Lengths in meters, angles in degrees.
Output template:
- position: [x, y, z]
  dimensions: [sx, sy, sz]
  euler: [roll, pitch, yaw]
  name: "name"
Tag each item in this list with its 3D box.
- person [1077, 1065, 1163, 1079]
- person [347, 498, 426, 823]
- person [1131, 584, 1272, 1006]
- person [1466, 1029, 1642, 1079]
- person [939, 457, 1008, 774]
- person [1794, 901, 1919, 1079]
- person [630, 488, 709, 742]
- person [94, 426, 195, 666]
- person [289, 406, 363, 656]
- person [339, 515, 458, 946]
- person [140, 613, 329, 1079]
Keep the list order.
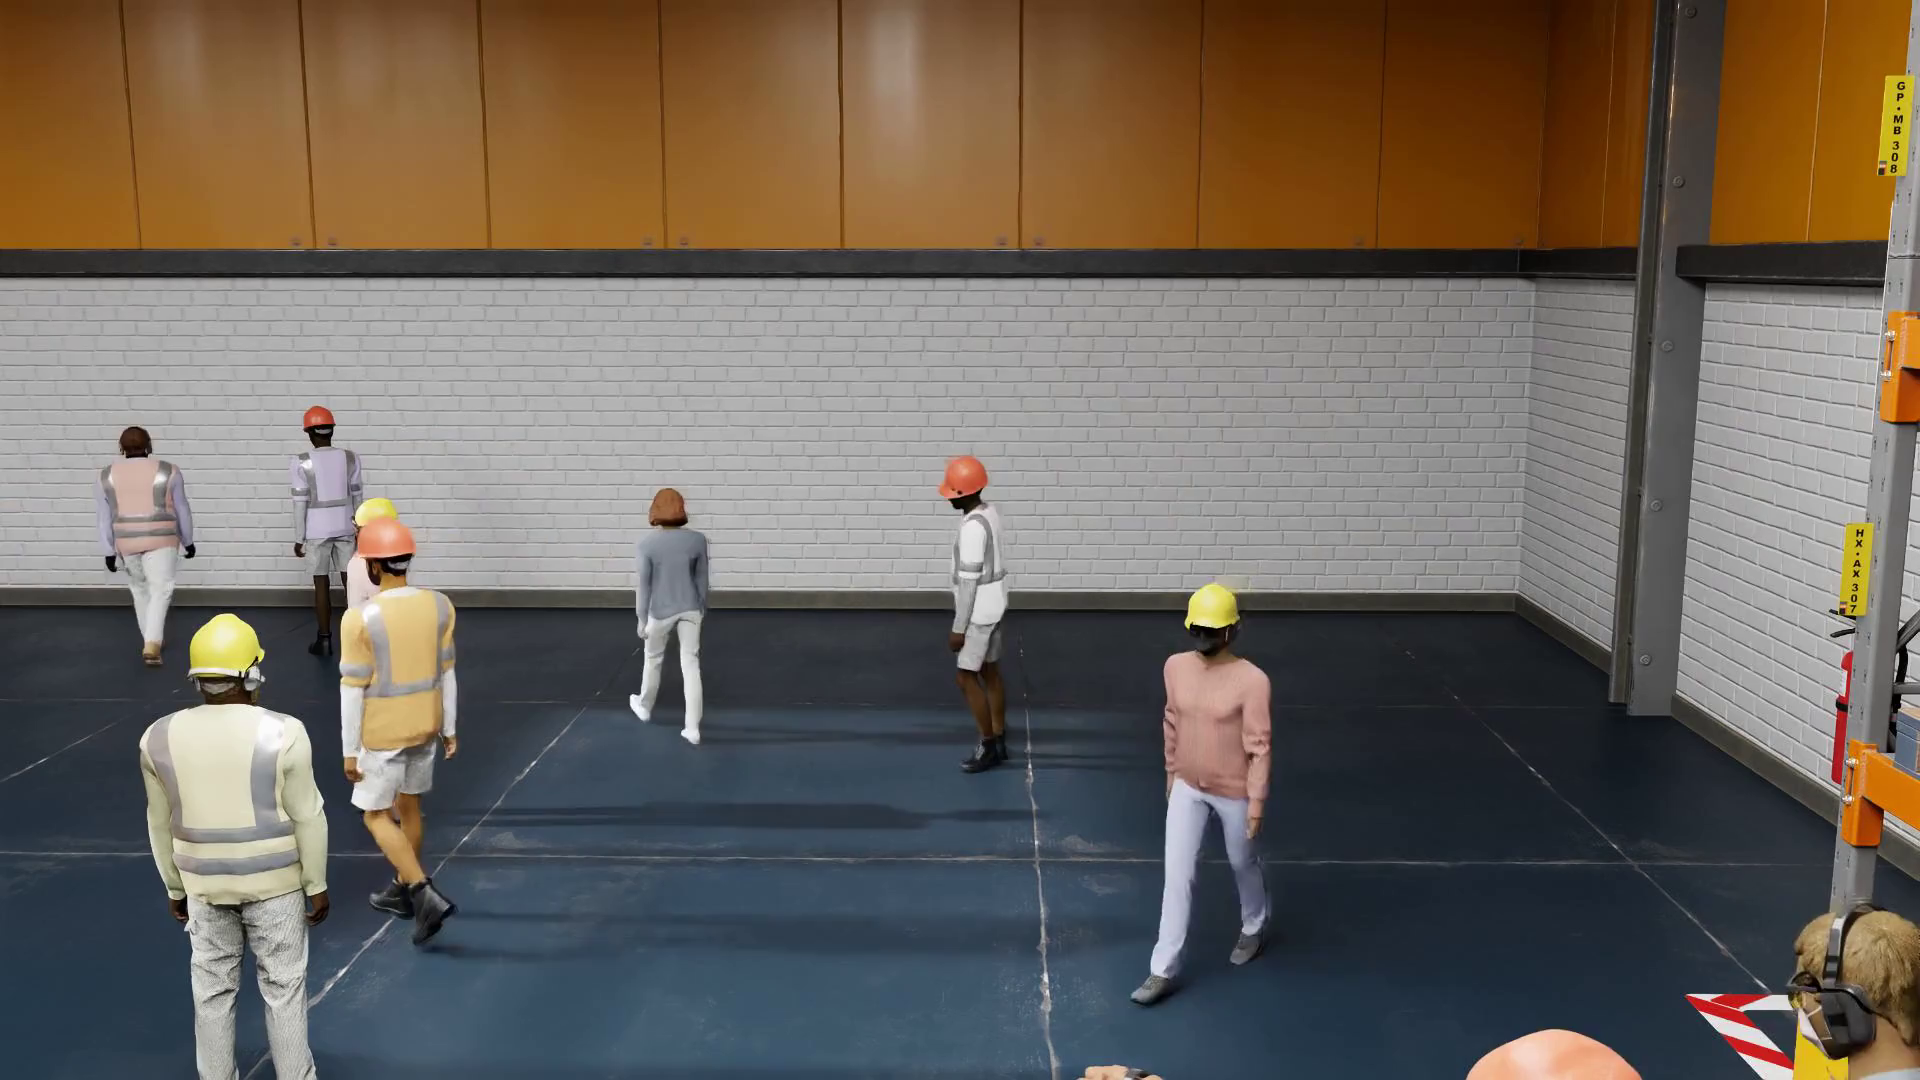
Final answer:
- position: [0.313, 1.721, 2.967]
  dimensions: [0.310, 1.638, 0.522]
  euler: [3, 10, 16]
  name: "person"
- position: [-3.143, 0.650, 9.014]
  dimensions: [0.329, 1.765, 0.525]
  euler: [-7, 12, -35]
  name: "person"
- position: [1.059, 1.023, 6.917]
  dimensions: [0.544, 1.714, 0.927]
  euler: [7, 12, 36]
  name: "person"
- position: [0.775, 1.635, 2.269]
  dimensions: [0.383, 2.041, 0.616]
  euler: [-7, 12, -37]
  name: "person"
- position: [0.105, 0.429, 9.949]
  dimensions: [0.358, 1.898, 0.673]
  euler: [2, 10, 12]
  name: "person"
- position: [1.591, 1.603, 2.855]
  dimensions: [0.794, 1.915, 0.541]
  euler: [-6, 11, -32]
  name: "person"
- position: [-1.873, 0.456, 10.681]
  dimensions: [0.515, 1.590, 0.848]
  euler: [-5, 11, -27]
  name: "person"
- position: [-6.170, 0.033, 12.594]
  dimensions: [0.623, 1.805, 0.927]
  euler: [-1, 10, -9]
  name: "person"
- position: [-4.876, -0.070, 12.829]
  dimensions: [0.542, 1.929, 0.368]
  euler: [-8, 12, -40]
  name: "person"
- position: [-2.487, 0.838, 7.426]
  dimensions: [0.787, 1.916, 0.559]
  euler: [8, 12, 38]
  name: "person"
- position: [-2.467, 1.157, 5.751]
  dimensions: [0.590, 1.837, 0.404]
  euler: [0, 9, -1]
  name: "person"
